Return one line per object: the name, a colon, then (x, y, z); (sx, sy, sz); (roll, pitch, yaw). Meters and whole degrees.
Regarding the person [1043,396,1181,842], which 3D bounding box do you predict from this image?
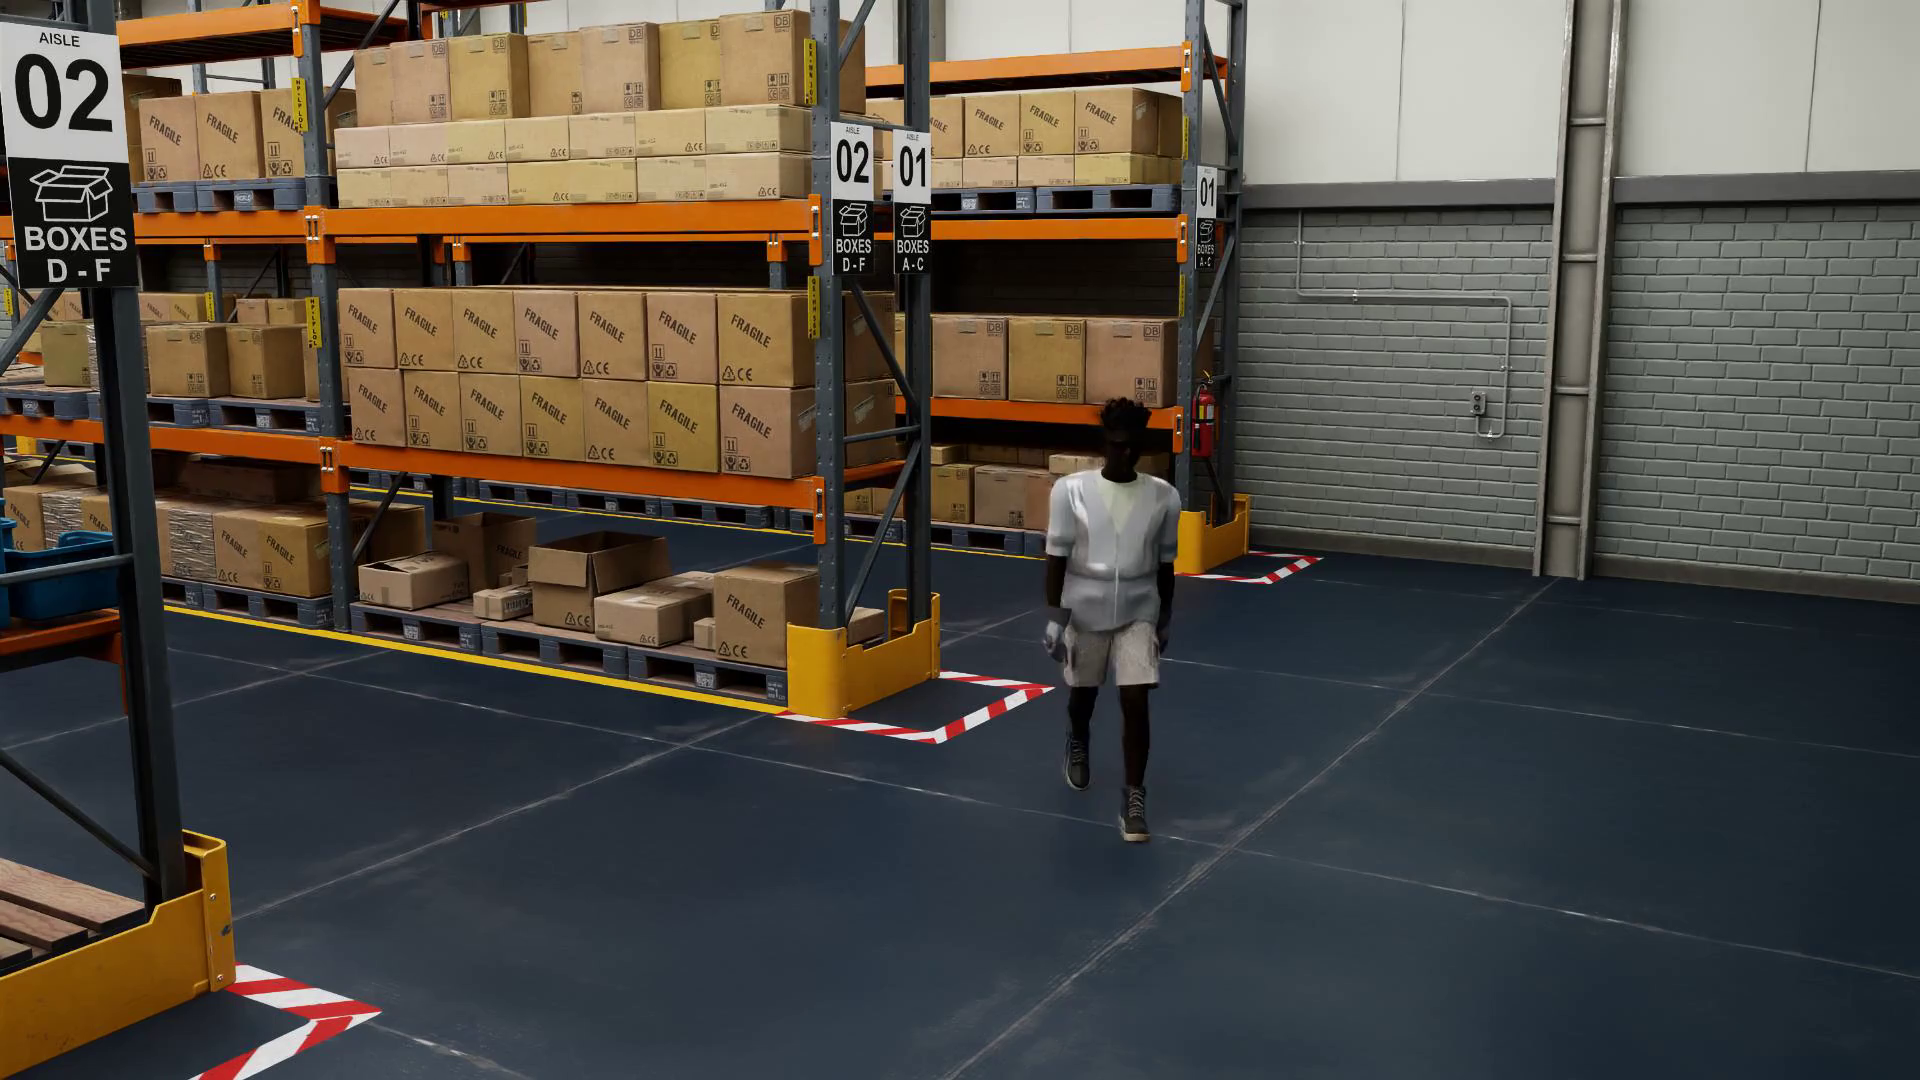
person: (0.674, 0.302, 7.510); (0.614, 1.934, 0.934); (0, 10, -1)
